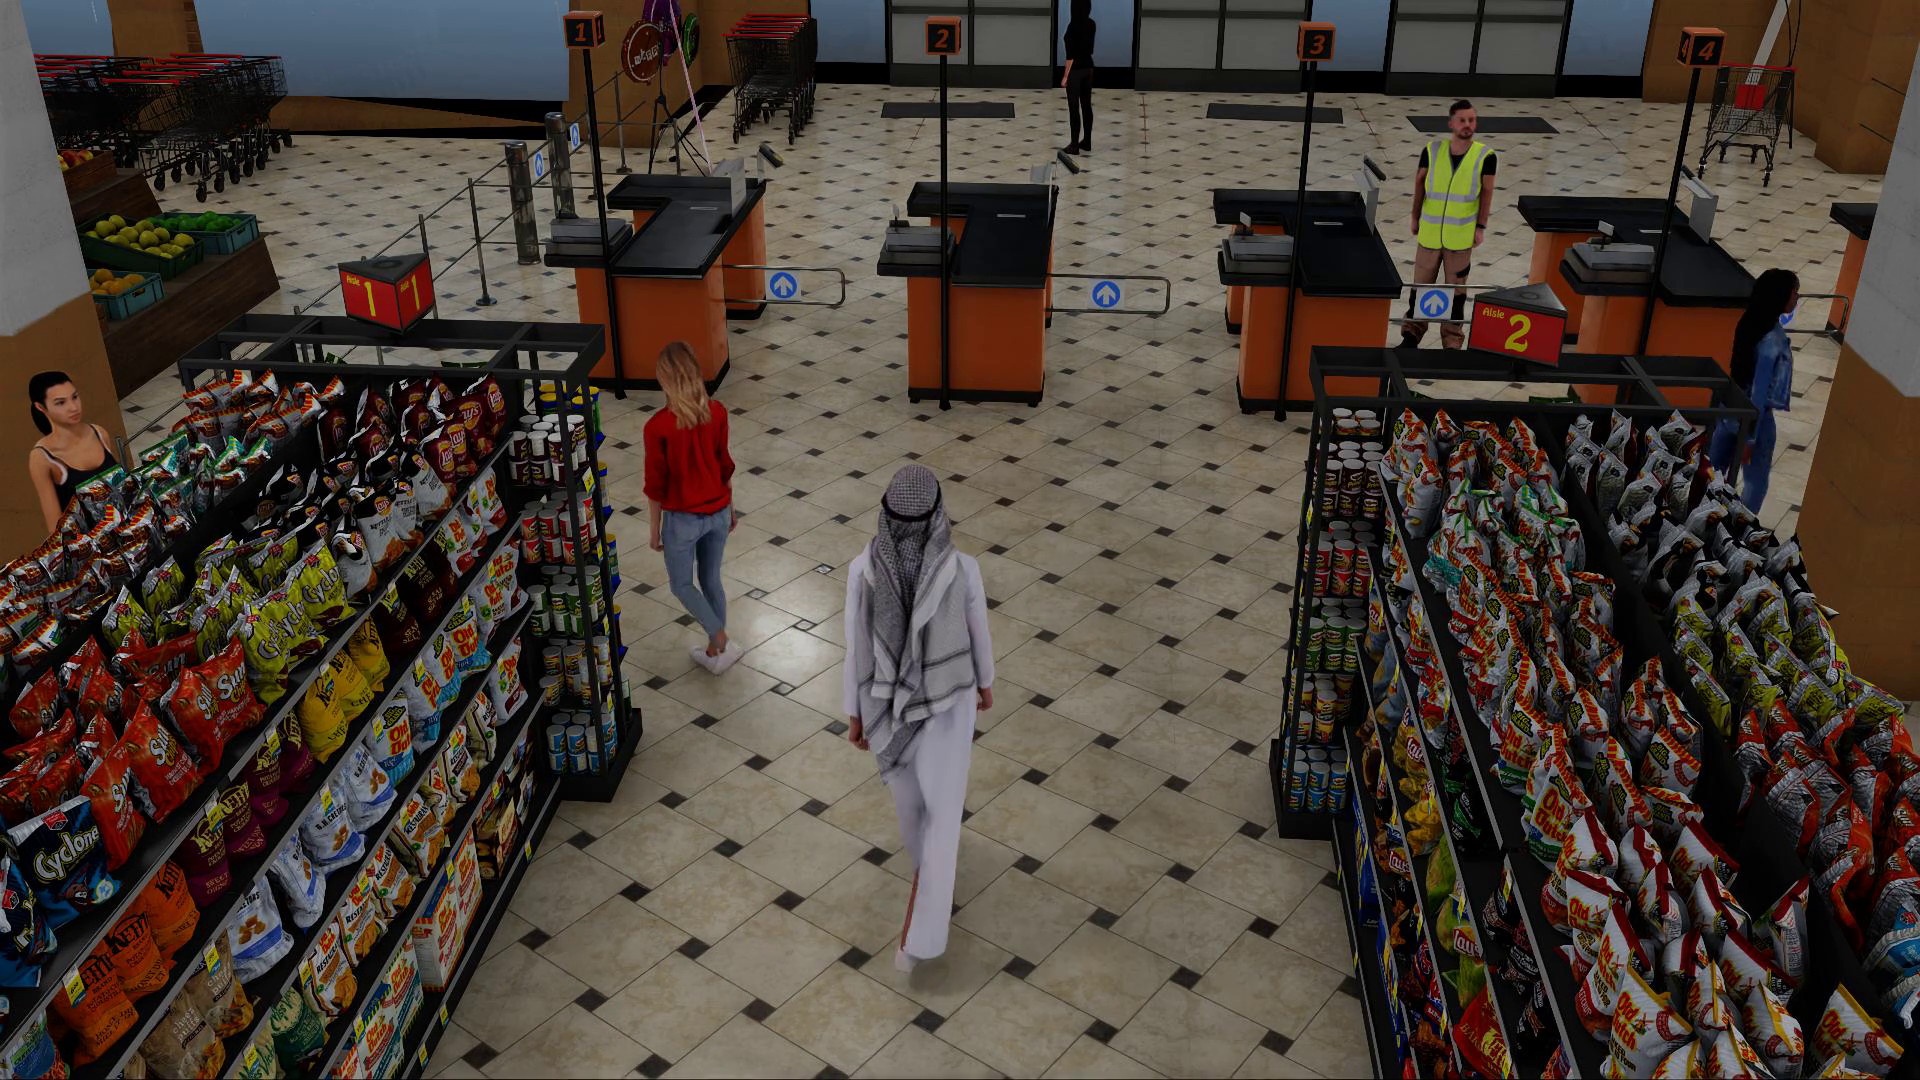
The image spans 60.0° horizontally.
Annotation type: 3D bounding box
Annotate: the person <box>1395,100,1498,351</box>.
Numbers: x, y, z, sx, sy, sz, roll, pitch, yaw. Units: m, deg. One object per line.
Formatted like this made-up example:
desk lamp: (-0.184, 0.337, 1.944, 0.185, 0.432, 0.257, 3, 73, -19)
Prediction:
person: (3.439, -2.181, 11.733, 0.793, 1.846, 0.823, 11, 29, 21)

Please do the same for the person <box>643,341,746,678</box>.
person: (-1.197, -0.070, 7.748, 0.863, 1.686, 0.923, -20, 33, -35)

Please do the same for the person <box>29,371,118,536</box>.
person: (-3.875, 0.056, 7.452, 0.681, 1.730, 0.554, 9, 28, 17)

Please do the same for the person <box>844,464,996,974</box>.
person: (-0.149, 0.688, 6.055, 0.732, 1.865, 1.287, 4, 27, 7)

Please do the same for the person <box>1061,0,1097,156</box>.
person: (1.243, -4.835, 17.193, 0.700, 1.642, 0.621, 24, 35, 39)
